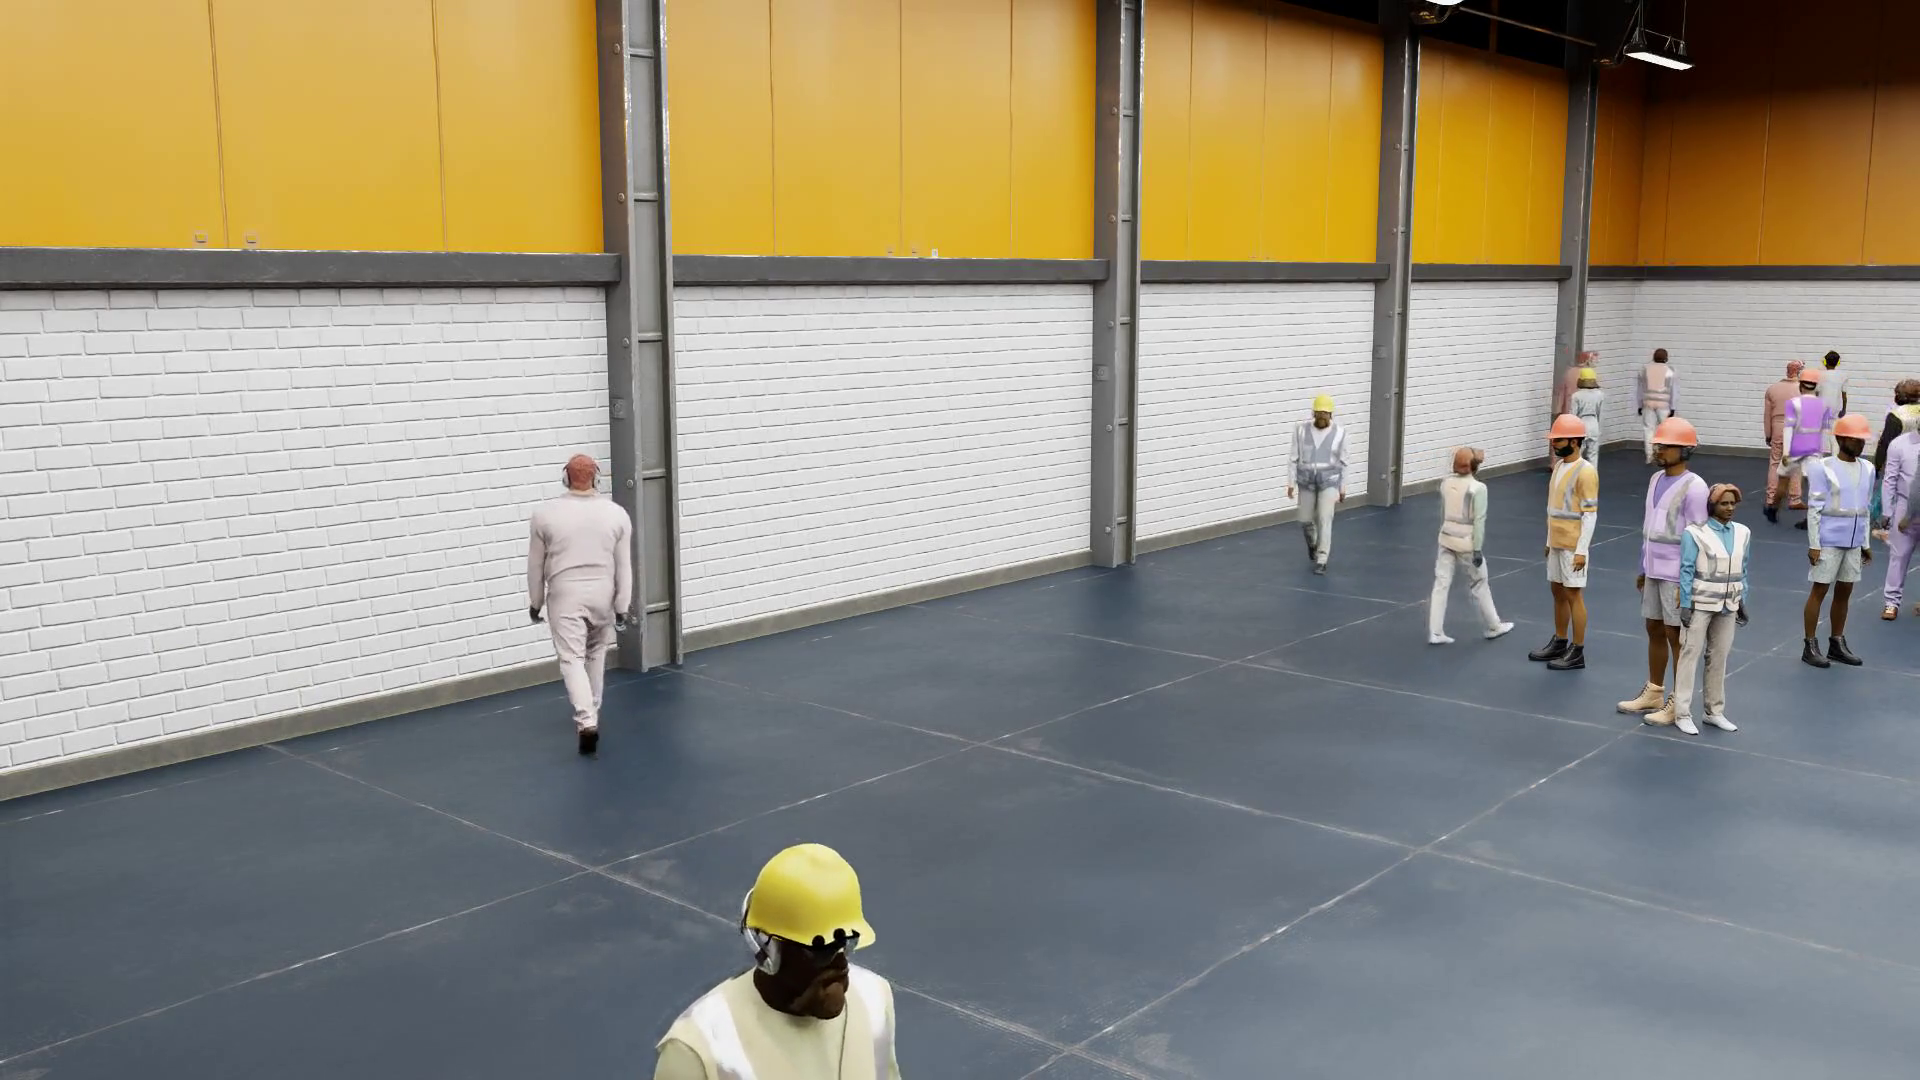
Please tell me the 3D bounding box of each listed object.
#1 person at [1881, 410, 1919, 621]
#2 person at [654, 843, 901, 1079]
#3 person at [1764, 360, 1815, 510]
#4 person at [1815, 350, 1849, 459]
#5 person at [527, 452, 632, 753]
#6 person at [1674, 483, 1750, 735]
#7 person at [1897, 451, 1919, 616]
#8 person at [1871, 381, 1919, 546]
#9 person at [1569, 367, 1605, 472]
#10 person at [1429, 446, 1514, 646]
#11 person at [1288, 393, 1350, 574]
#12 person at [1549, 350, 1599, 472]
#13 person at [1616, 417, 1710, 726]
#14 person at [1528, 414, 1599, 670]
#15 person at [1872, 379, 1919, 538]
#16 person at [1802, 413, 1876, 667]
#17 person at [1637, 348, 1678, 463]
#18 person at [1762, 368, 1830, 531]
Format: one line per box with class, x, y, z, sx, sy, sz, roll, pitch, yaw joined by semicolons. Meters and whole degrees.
person;8.260;-0.236;14.259;0.651;1.906;0.403;4;10;22
person;-0.359;1.513;3.550;0.609;1.816;0.455;-8;12;-41
person;10.589;-1.340;21.191;0.403;1.906;0.651;-6;11;-34
person;12.820;-1.863;24.589;0.531;1.870;0.317;1;9;7
person;-2.395;0.377;10.567;0.631;1.861;0.977;-5;10;-27
person;4.897;0.443;10.832;0.511;1.641;0.308;-3;9;-16
person;8.355;-0.198;14.080;0.635;1.930;0.674;-1;9;-4
person;10.267;-0.840;18.321;0.646;1.817;0.744;-4;10;-22
person;8.421;-1.454;22.440;0.485;1.744;0.321;0;9;-3
person;4.124;0.045;13.414;0.807;1.599;0.541;-5;10;-28
person;3.631;-0.590;16.778;0.603;1.809;0.649;4;10;21
person;9.233;-1.899;24.839;0.480;1.866;0.717;-4;10;-25
person;4.686;0.206;11.044;0.364;2.048;0.611;-1;9;-8
person;4.572;0.015;12.587;0.367;1.935;0.552;-1;9;-6
person;10.816;-0.947;19.044;0.593;1.814;0.761;0;9;1
person;6.709;0.002;12.663;0.543;1.941;0.353;-2;9;-13
person;11.020;-2.114;26.295;0.625;1.829;0.440;6;11;35
person;9.915;-1.082;19.660;0.558;1.877;0.998;0;9;-1
